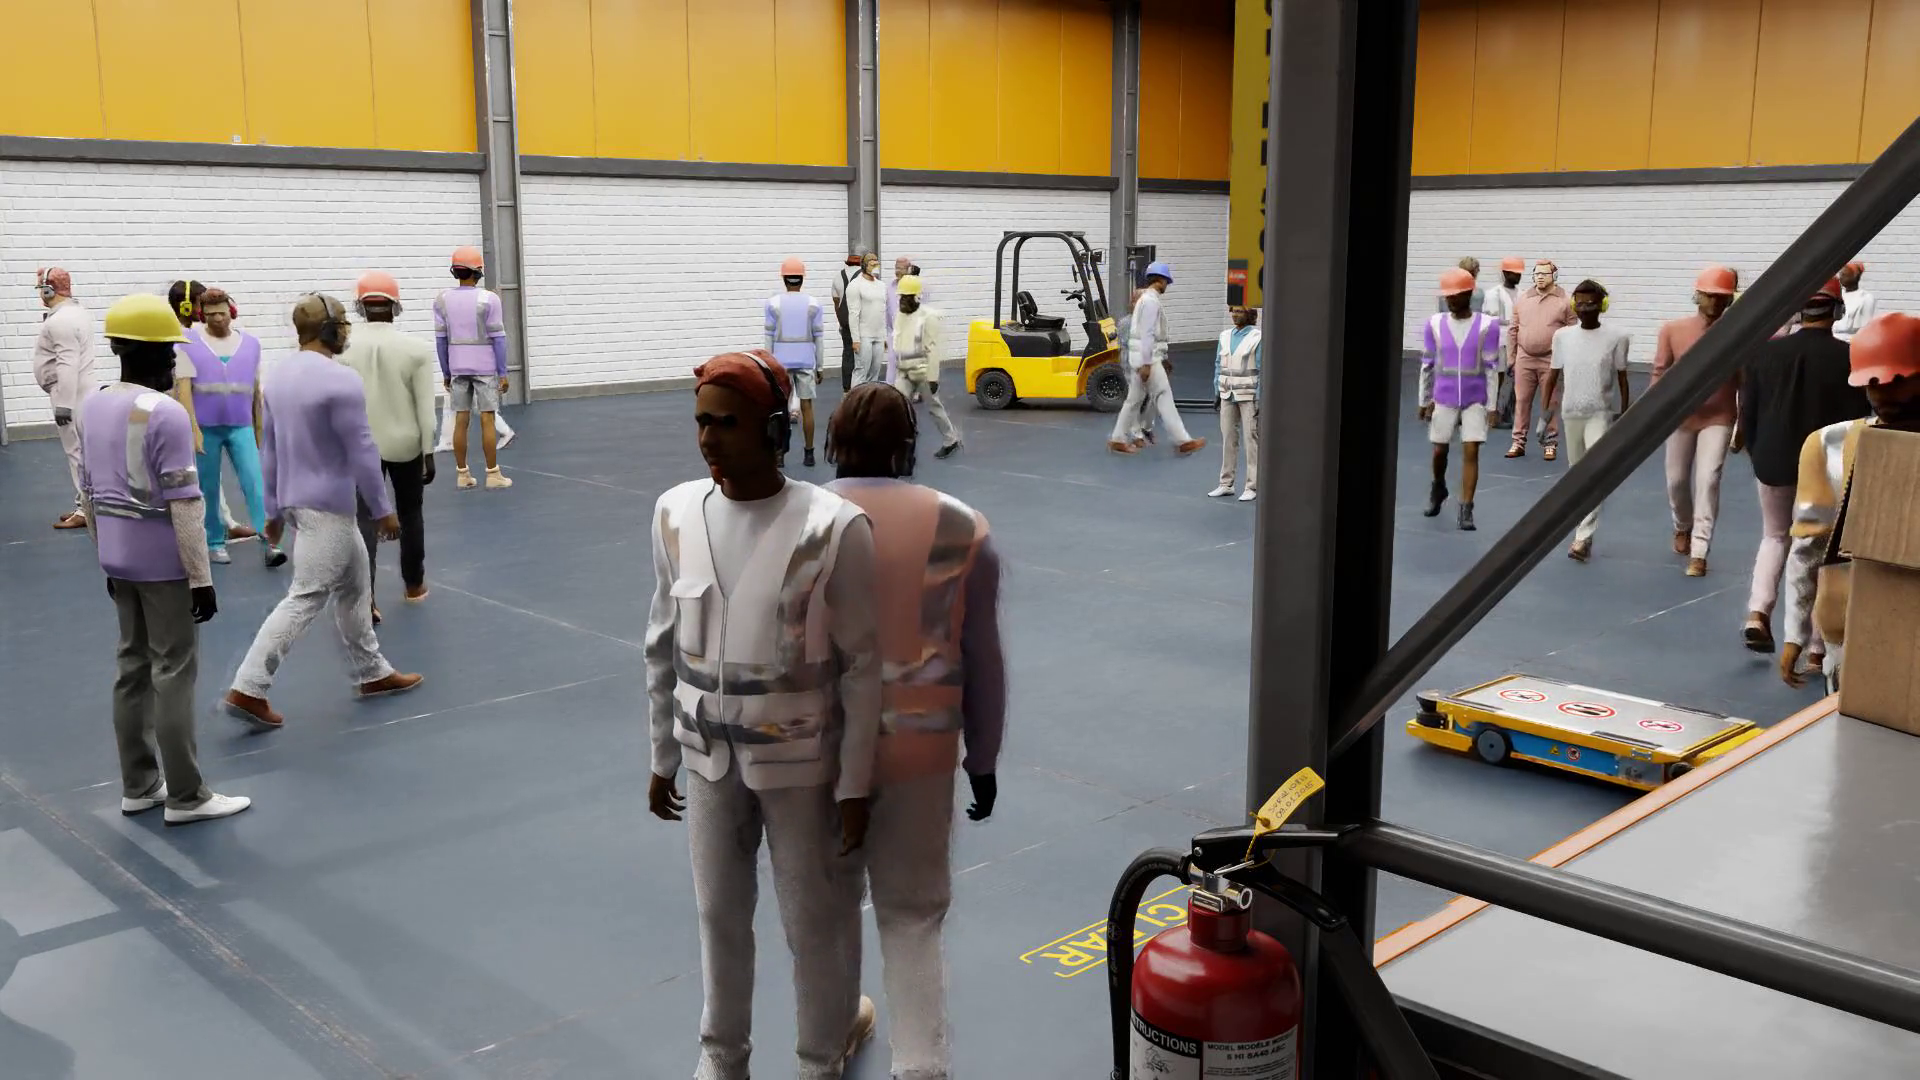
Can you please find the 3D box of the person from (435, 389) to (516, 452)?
[{"bbox_3d":[-4.835,-1.667,16.421,0.807,1.608,0.513,-5,12,-27],"label":"person"}]

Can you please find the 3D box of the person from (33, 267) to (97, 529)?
[{"bbox_3d":[-6.535,-1.036,12.173,0.401,1.904,0.640,-3,11,-17],"label":"person"}]

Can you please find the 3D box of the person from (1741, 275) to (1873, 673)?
[{"bbox_3d":[4.168,-0.345,8.211,0.639,1.967,0.474,10,14,43],"label":"person"}]

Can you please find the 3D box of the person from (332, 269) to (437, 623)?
[{"bbox_3d":[-3.248,-0.531,9.305,0.627,1.956,0.996,-2,11,-8],"label":"person"}]

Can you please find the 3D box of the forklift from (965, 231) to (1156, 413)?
[{"bbox_3d":[1.222,-2.721,20.561,2.313,2.155,1.214,2,11,13],"label":"forklift"}]

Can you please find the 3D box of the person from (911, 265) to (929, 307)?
[{"bbox_3d":[-0.710,-3.230,24.715,0.535,1.691,0.319,4,11,19],"label":"person"}]

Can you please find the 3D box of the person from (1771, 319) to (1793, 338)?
[{"bbox_3d":[10.327,-2.560,20.883,0.336,1.759,0.523,4,11,22],"label":"person"}]

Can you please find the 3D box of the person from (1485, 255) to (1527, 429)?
[{"bbox_3d":[6.031,-2.159,18.262,0.563,1.914,0.500,-4,11,-22],"label":"person"}]

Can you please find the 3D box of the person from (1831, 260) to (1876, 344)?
[{"bbox_3d":[9.022,-1.904,16.952,0.341,1.882,0.581,-2,11,-11],"label":"person"}]

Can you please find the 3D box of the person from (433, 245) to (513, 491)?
[{"bbox_3d":[-4.065,-1.428,13.911,0.608,2.048,0.365,2,11,9],"label":"person"}]

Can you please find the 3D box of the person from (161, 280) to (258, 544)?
[{"bbox_3d":[-5.079,-0.812,11.151,0.890,1.826,0.515,-8,13,-37],"label":"person"}]

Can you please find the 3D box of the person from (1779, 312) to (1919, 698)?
[{"bbox_3d":[2.742,0.284,4.951,0.551,1.907,0.639,9,13,39],"label":"person"}]

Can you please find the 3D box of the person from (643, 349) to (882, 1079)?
[{"bbox_3d":[-0.459,0.510,3.792,0.583,1.882,0.337,5,11,24],"label":"person"}]

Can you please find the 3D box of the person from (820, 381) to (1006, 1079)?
[{"bbox_3d":[-0.217,0.532,3.938,0.663,1.799,0.907,0,10,-1],"label":"person"}]

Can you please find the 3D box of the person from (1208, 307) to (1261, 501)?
[{"bbox_3d":[2.265,-1.139,13.442,0.309,1.645,0.514,-9,14,-41],"label":"person"}]

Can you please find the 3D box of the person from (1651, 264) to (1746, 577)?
[{"bbox_3d":[4.774,-0.794,10.713,0.620,1.964,0.903,6,12,30],"label":"person"}]

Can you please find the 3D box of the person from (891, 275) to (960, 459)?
[{"bbox_3d":[-0.353,-1.601,15.613,0.606,1.782,0.954,9,14,41],"label":"person"}]

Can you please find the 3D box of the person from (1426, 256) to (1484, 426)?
[{"bbox_3d":[5.467,-2.179,18.412,0.760,1.917,0.643,-5,12,-27],"label":"person"}]

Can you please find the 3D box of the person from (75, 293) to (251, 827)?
[{"bbox_3d":[-2.911,0.076,6.040,0.594,1.924,0.373,6,12,31],"label":"person"}]

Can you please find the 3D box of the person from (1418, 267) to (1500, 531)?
[{"bbox_3d":[3.682,-1.051,12.266,0.551,1.912,0.669,4,11,20],"label":"person"}]

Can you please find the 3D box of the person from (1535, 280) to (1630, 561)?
[{"bbox_3d":[4.073,-0.778,10.943,0.523,1.835,0.861,8,13,38],"label":"person"}]

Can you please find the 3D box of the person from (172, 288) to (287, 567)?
[{"bbox_3d":[-4.655,-0.689,10.601,0.555,1.790,0.931,-9,13,-39],"label":"person"}]

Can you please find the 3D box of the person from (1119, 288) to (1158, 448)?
[{"bbox_3d":[1.821,-1.709,16.641,0.536,1.607,0.382,-4,11,-22],"label":"person"}]

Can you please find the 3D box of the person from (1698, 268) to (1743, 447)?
[{"bbox_3d":[7.767,-1.867,16.992,0.631,1.795,0.950,1,10,3],"label":"person"}]

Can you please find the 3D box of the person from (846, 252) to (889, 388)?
[{"bbox_3d":[-1.036,-2.303,18.984,0.372,1.940,0.630,7,12,33],"label":"person"}]

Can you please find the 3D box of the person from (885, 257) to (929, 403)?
[{"bbox_3d":[-0.706,-2.612,20.911,0.639,1.851,1.012,4,11,23],"label":"person"}]

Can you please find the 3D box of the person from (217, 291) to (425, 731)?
[{"bbox_3d":[-2.877,-0.136,7.311,0.622,1.902,0.995,10,14,43],"label":"person"}]

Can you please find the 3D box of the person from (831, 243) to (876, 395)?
[{"bbox_3d":[-1.288,-2.831,21.579,0.678,2.000,0.537,6,12,31],"label":"person"}]

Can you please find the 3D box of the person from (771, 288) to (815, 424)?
[{"bbox_3d":[-1.921,-2.250,19.045,0.533,1.824,0.952,-1,10,-4],"label":"person"}]

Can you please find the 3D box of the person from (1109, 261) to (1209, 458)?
[{"bbox_3d":[1.901,-1.738,16.077,0.954,1.871,0.630,0,10,0],"label":"person"}]

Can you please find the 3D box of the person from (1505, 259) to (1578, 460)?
[{"bbox_3d":[5.525,-1.715,15.859,0.651,1.907,0.409,6,12,32],"label":"person"}]

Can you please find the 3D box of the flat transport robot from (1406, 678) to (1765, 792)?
[{"bbox_3d":[2.592,0.789,6.673,0.652,0.197,1.431,-9,14,-41],"label":"flat transport robot"}]

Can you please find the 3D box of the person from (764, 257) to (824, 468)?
[{"bbox_3d":[-1.530,-1.632,15.346,0.542,1.932,0.372,-2,11,-12],"label":"person"}]
